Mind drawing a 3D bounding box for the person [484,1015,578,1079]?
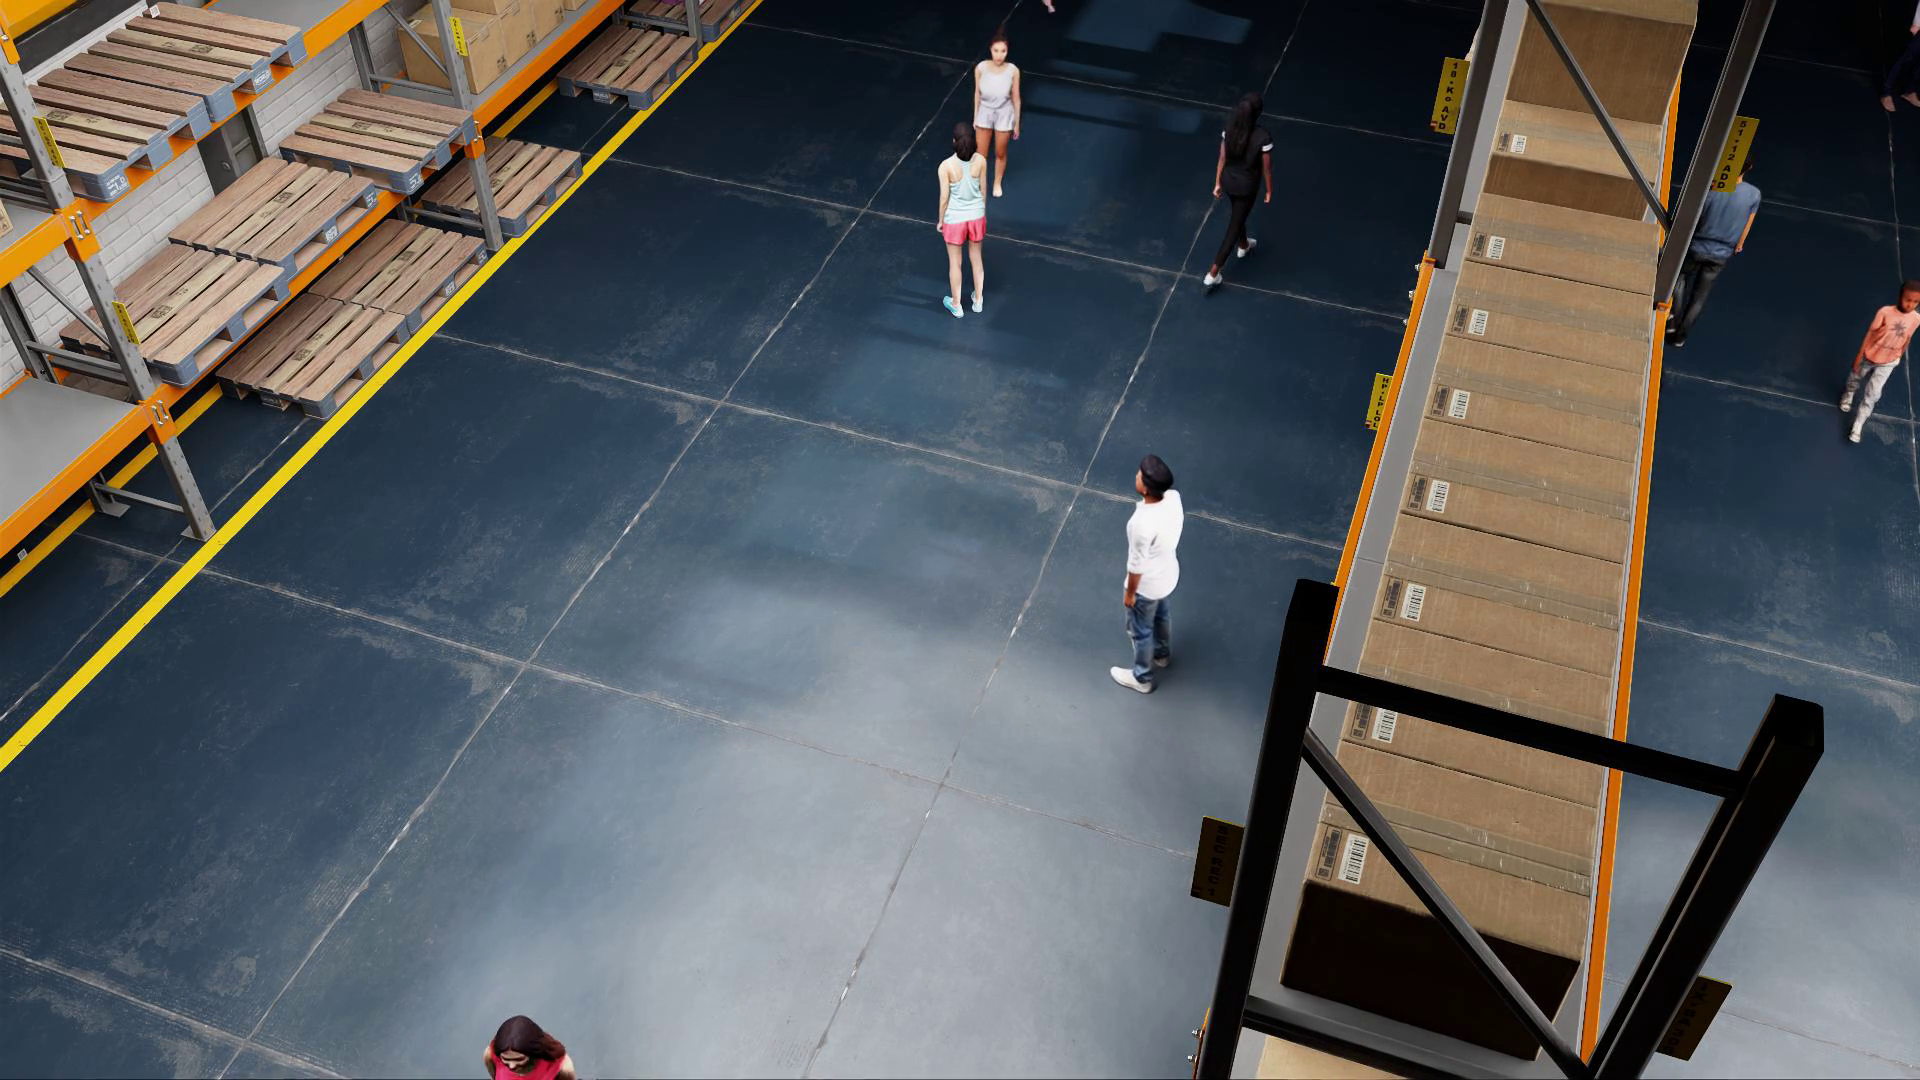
[{"bbox_3d":[-2.008,2.724,8.103,0.737,1.639,0.928,2,44,2],"label":"person"}]

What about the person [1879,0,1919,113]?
[{"bbox_3d":[9.491,-5.085,16.148,0.762,1.848,0.766,-9,44,-10],"label":"person"}]

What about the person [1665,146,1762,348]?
[{"bbox_3d":[5.973,-2.289,13.250,0.646,1.798,0.591,14,45,14],"label":"person"}]

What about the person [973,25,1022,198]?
[{"bbox_3d":[0.332,-3.871,15.047,0.680,1.609,0.757,5,44,5],"label":"person"}]

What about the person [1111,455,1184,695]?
[{"bbox_3d":[1.228,0.223,10.608,0.759,1.805,0.615,26,49,24],"label":"person"}]

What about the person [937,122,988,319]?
[{"bbox_3d":[0.031,-2.627,13.629,0.705,1.764,0.752,-12,45,-13],"label":"person"}]

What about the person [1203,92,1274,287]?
[{"bbox_3d":[2.322,-2.914,13.985,0.873,1.690,1.238,28,50,26],"label":"person"}]

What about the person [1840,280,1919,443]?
[{"bbox_3d":[7.037,-1.458,12.752,0.544,1.281,0.908,19,47,18],"label":"person"}]
